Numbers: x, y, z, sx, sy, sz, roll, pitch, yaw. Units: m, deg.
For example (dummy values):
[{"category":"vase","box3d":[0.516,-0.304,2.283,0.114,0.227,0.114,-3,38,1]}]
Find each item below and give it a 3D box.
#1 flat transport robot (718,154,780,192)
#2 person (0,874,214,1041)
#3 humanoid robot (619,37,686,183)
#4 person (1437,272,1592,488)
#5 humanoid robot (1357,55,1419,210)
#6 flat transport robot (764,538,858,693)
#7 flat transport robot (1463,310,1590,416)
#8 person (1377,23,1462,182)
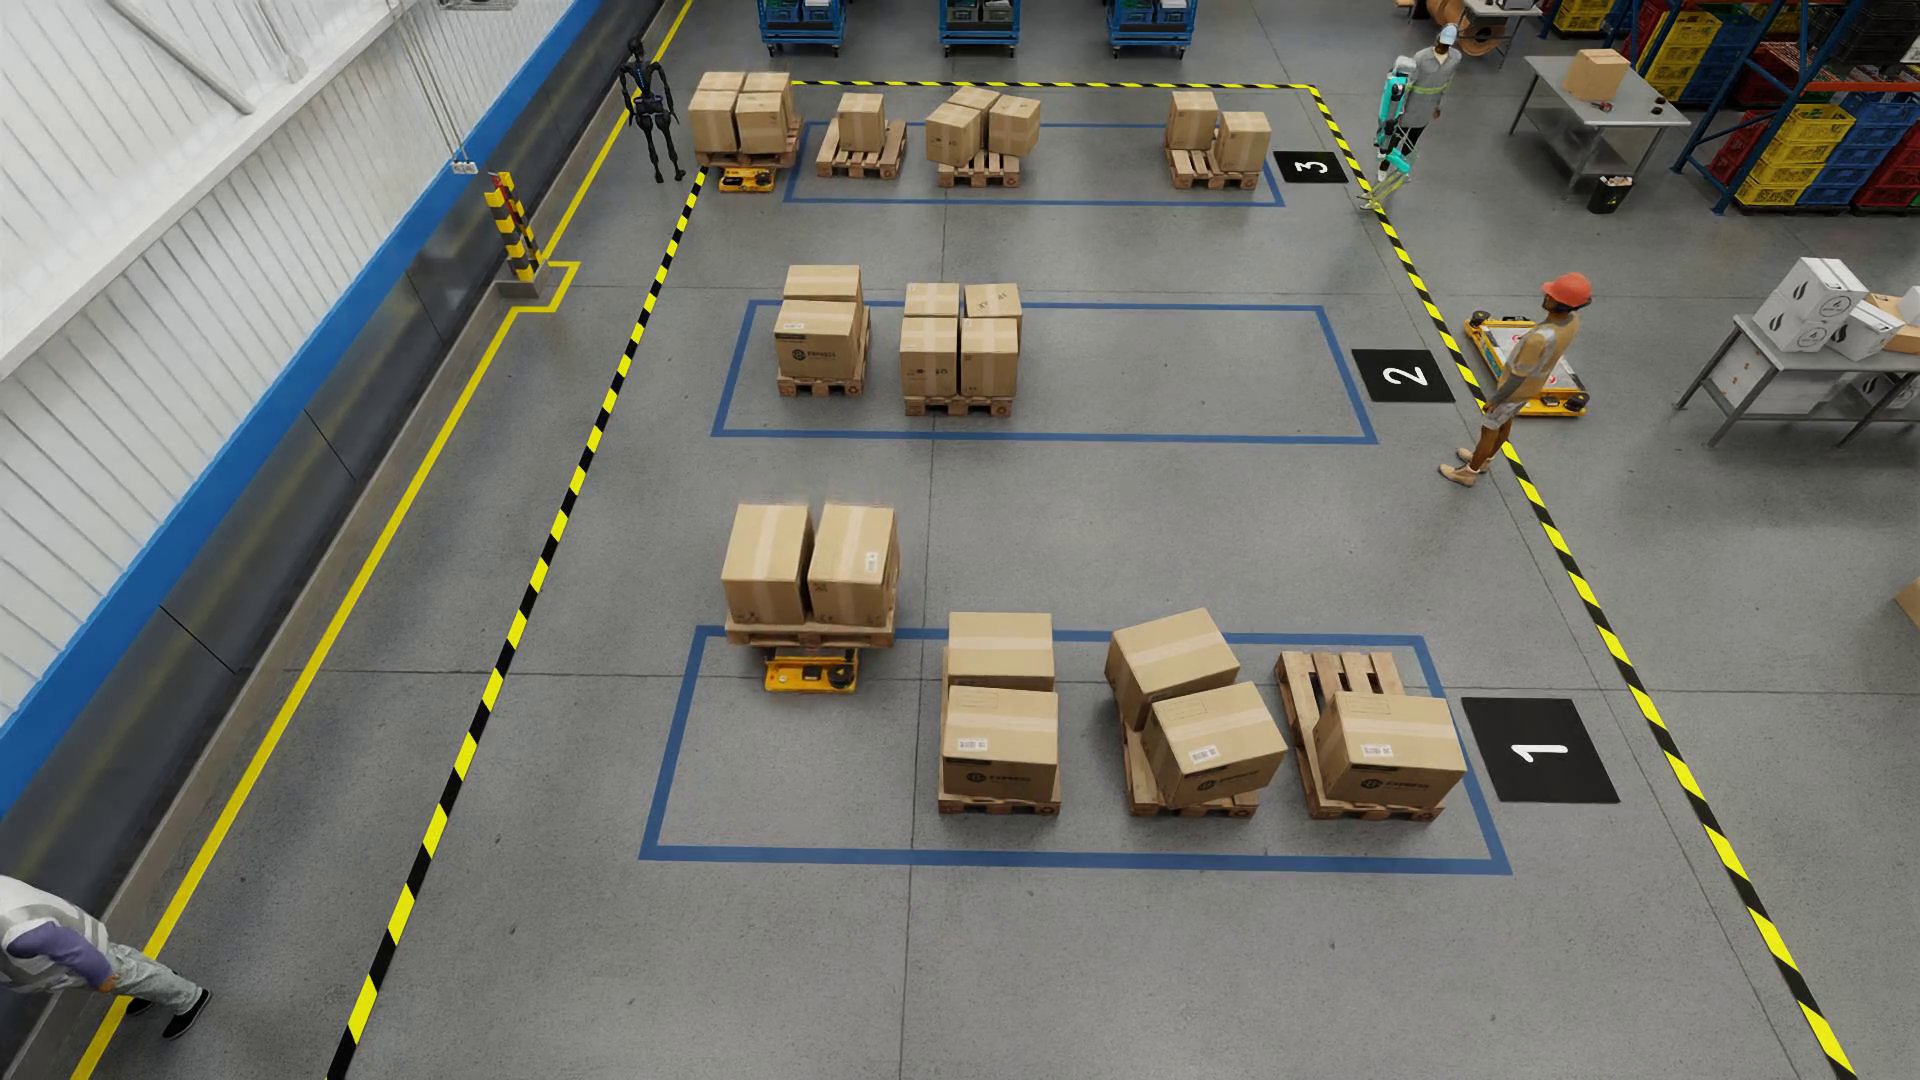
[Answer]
[{"category":"flat transport robot","box3d":[-2.657,-4.926,11.779,0.652,0.197,1.431,1,49,1]},{"category":"person","box3d":[-4.572,2.113,4.667,0.599,1.833,0.404,20,52,16]},{"category":"humanoid robot","box3d":[-3.738,-5.177,11.075,0.599,1.654,0.315,-7,49,-6]},{"category":"person","box3d":[4.516,-1.268,7.456,0.606,2.048,0.366,-31,56,-24]},{"category":"humanoid robot","box3d":[5.024,-4.594,10.447,0.735,1.681,0.533,9,50,8]},{"category":"flat transport robot","box3d":[-1.080,0.515,7.069,0.652,0.197,1.431,1,49,1]},{"category":"flat transport robot","box3d":[5.573,-1.757,9.054,0.659,0.231,1.431,1,49,1]},{"category":"person","box3d":[5.531,-5.204,10.993,0.590,1.848,0.401,-5,49,-4]}]
